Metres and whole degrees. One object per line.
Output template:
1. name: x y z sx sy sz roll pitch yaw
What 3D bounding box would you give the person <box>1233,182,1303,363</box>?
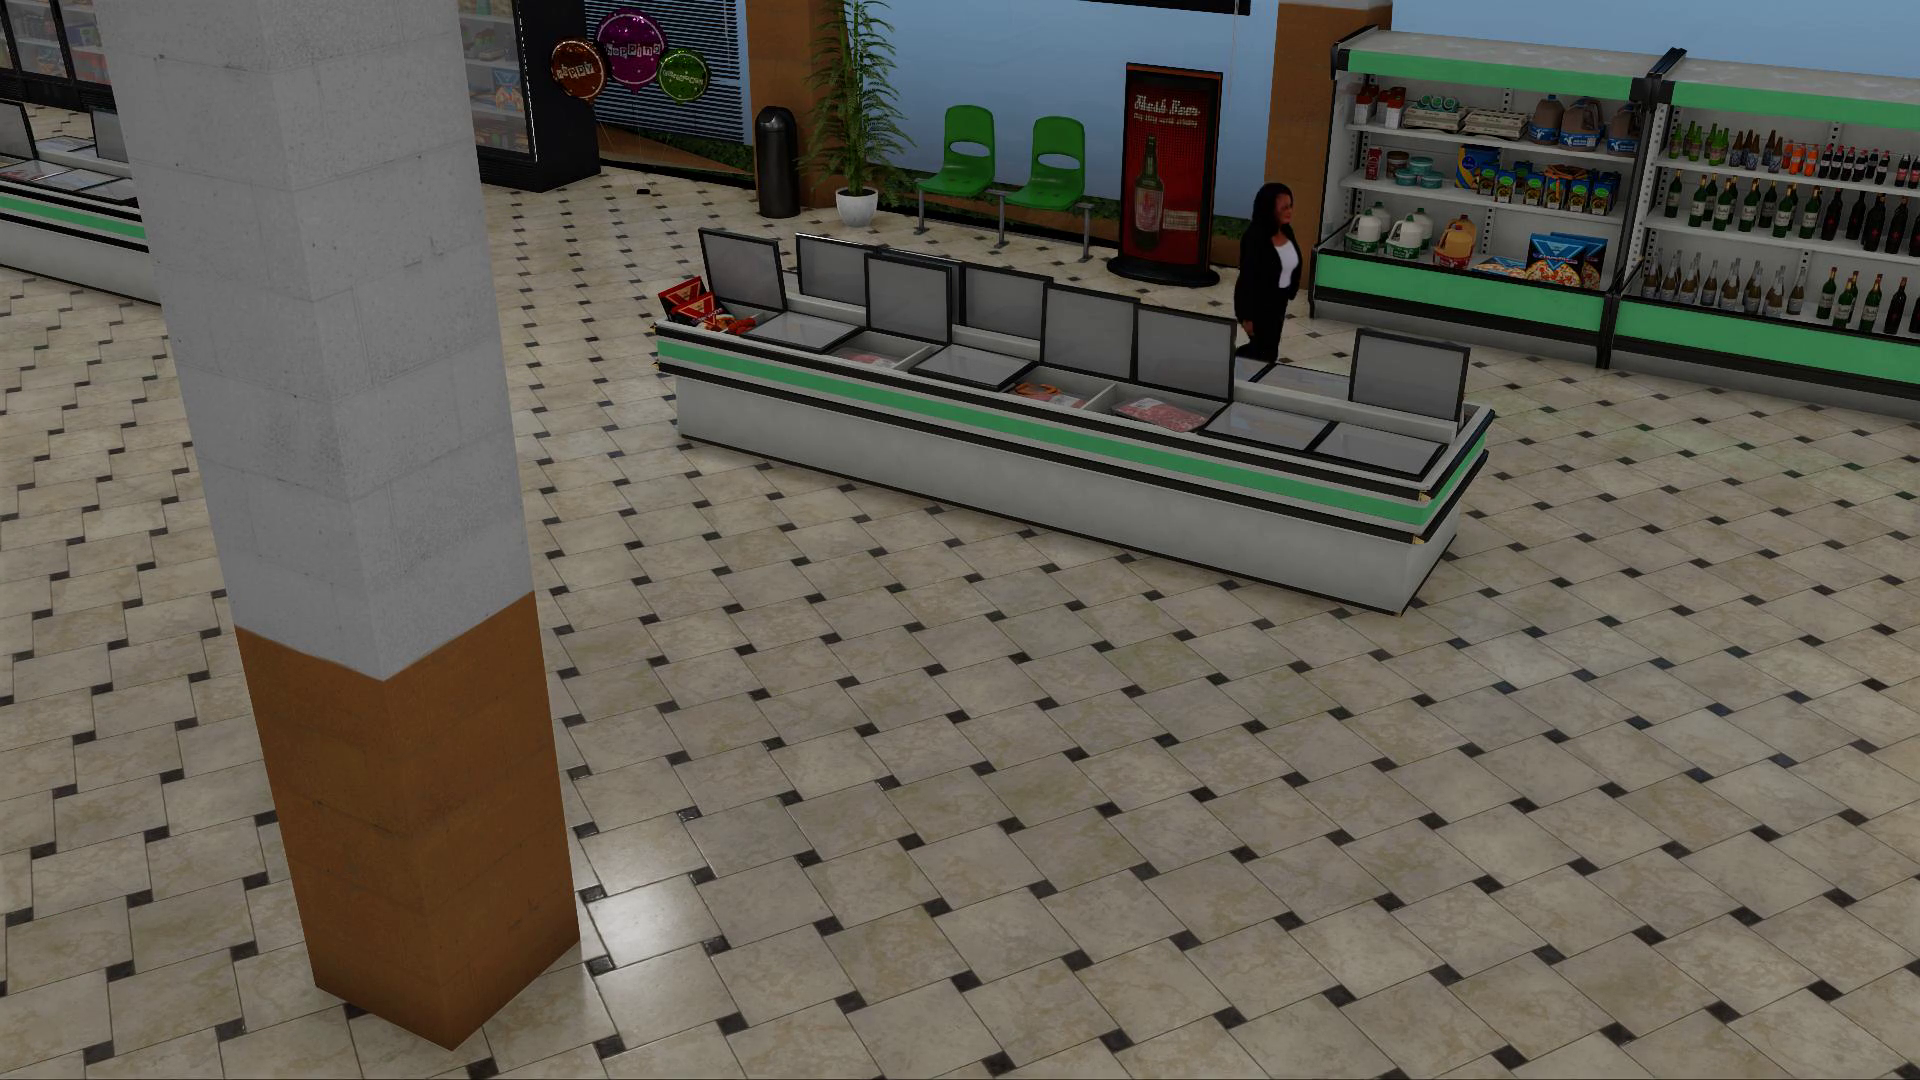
1. person: 1.896 -1.532 10.815 0.956 1.597 0.685 18 32 31
